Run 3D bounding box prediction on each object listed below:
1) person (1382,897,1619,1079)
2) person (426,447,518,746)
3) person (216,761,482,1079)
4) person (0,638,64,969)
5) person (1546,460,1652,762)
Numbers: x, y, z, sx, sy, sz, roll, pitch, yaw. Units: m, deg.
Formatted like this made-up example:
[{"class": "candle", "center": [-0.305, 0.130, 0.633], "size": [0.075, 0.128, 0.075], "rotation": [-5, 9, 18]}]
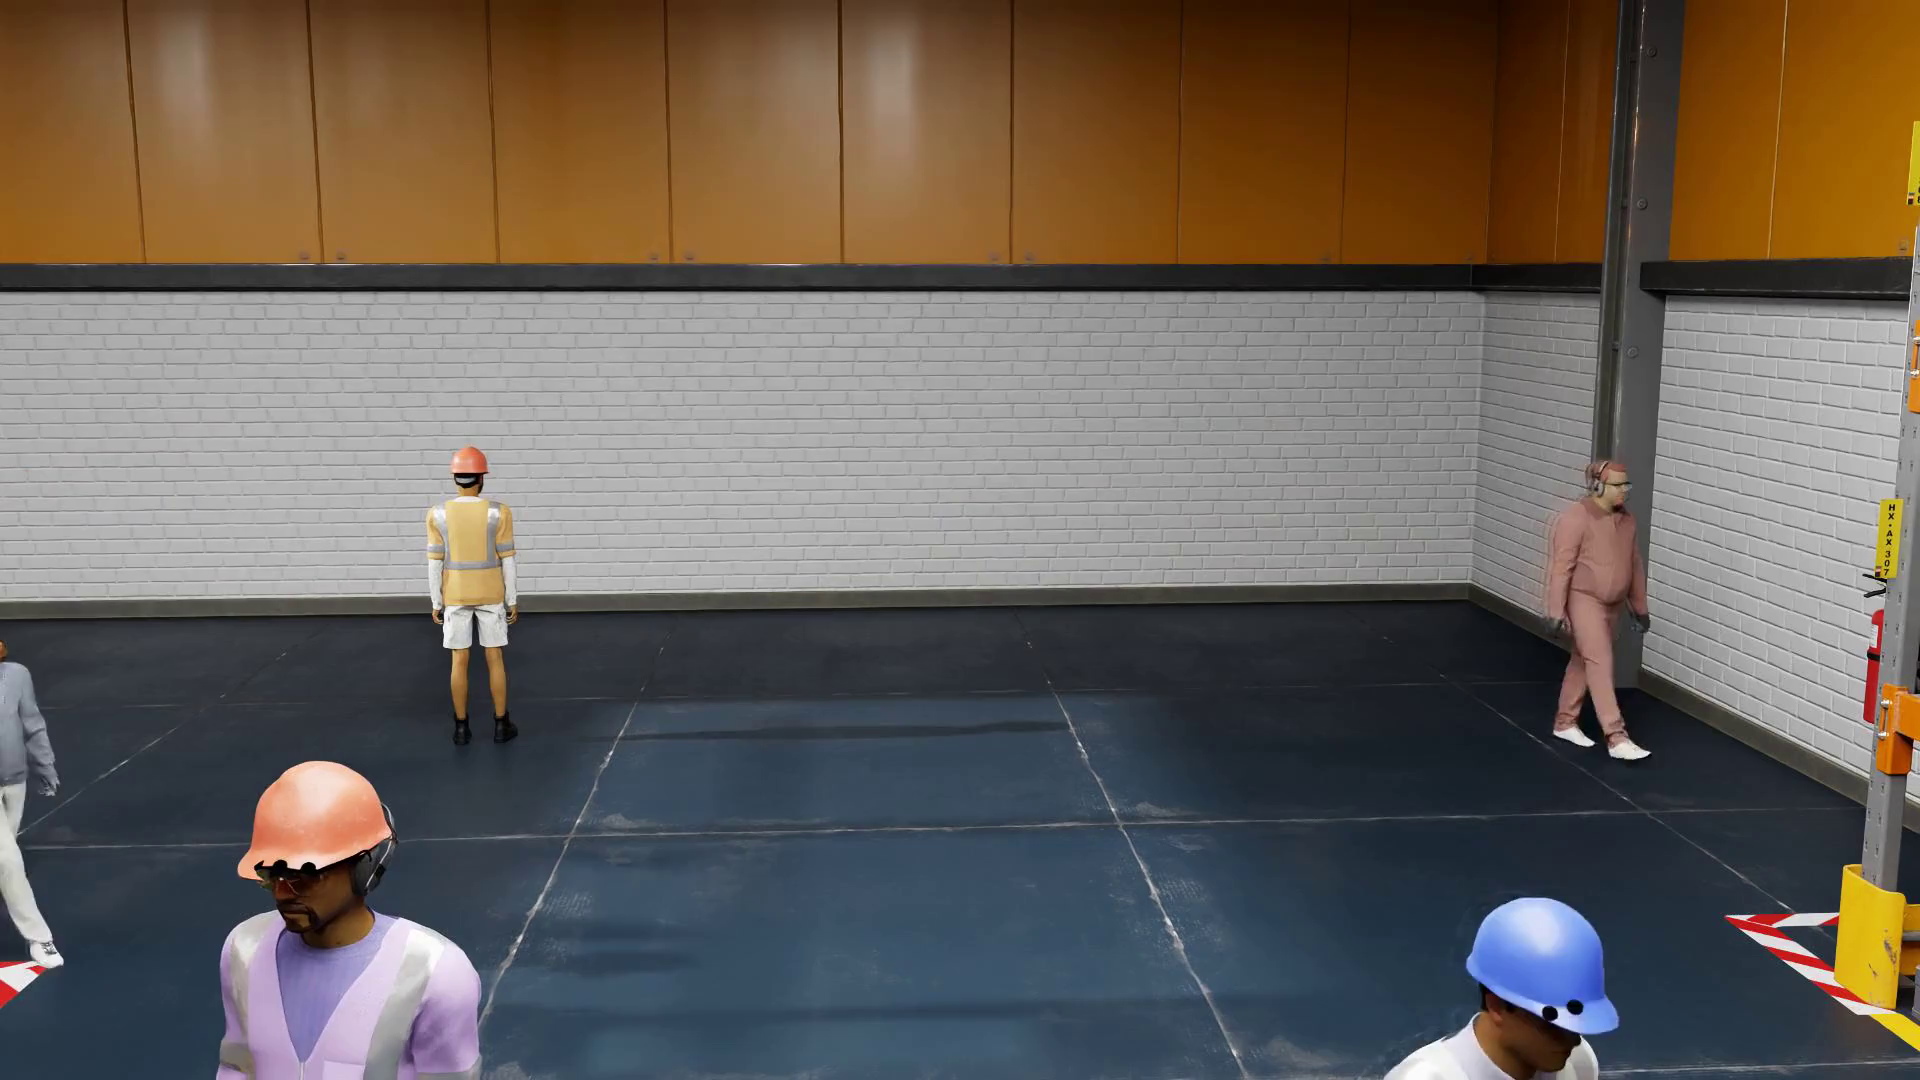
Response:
[{"class": "person", "center": [0.939, 1.565, 3.412], "size": [0.632, 1.896, 0.851], "rotation": [-5, 10, -27]}, {"class": "person", "center": [-3.147, 0.361, 10.779], "size": [0.551, 1.932, 0.377], "rotation": [-1, 9, -9]}, {"class": "person", "center": [-1.307, 1.460, 3.539], "size": [0.607, 2.044, 0.371], "rotation": [2, 9, 12]}, {"class": "person", "center": [-4.339, 1.077, 7.362], "size": [0.802, 1.592, 0.537], "rotation": [4, 10, 25]}, {"class": "person", "center": [4.108, 0.445, 10.430], "size": [0.679, 1.868, 0.905], "rotation": [-6, 11, -34]}]
